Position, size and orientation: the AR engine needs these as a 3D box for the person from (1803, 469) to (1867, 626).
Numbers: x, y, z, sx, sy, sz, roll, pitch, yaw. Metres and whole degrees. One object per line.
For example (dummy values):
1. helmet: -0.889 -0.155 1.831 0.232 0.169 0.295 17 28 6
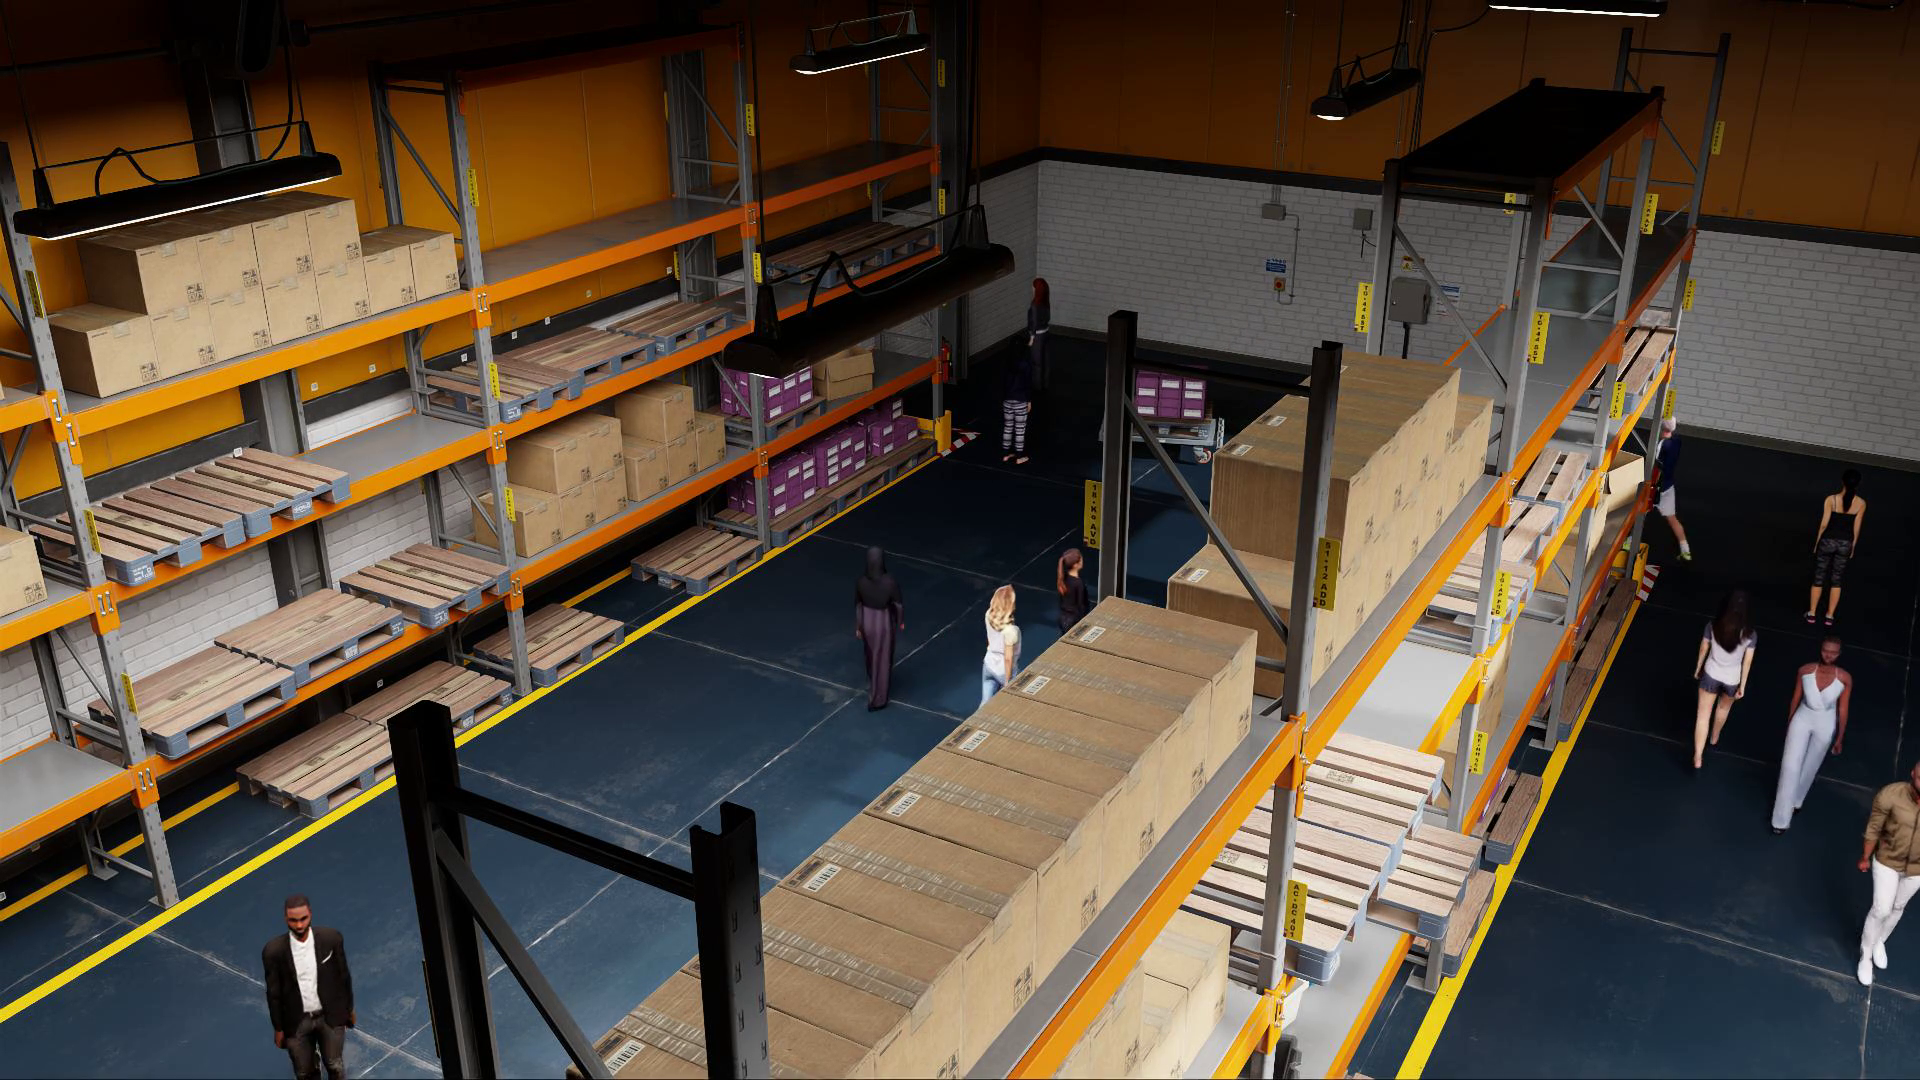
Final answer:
1. person: 9.248 0.074 17.580 0.615 1.721 0.617 5 24 12

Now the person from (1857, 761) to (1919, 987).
1. person: 6.933 2.344 12.276 0.869 1.809 0.924 5 24 10

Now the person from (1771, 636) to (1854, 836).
1. person: 7.223 1.586 14.081 0.622 1.753 0.916 11 26 24

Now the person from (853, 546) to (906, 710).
1. person: -0.807 0.848 15.950 0.759 1.609 1.057 7 25 16

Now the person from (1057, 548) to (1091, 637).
1. person: 1.043 0.816 16.095 0.850 1.550 0.735 -13 27 -27

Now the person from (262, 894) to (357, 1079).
1. person: -4.184 3.032 10.730 0.999 1.789 1.018 -11 26 -23

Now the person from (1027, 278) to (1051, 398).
1. person: 1.168 -2.992 24.522 0.656 1.779 0.436 15 28 31

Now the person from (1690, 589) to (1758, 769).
1. person: 6.801 1.283 14.888 0.666 1.662 1.157 10 26 22

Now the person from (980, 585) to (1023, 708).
1. person: 0.295 1.234 14.974 1.148 1.684 0.887 -18 30 -36

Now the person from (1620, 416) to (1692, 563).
1. person: 8.039 -0.552 18.934 1.227 1.784 1.020 -17 29 -33

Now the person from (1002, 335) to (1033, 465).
1. person: 0.737 -1.864 22.000 0.609 1.731 0.530 16 28 32
